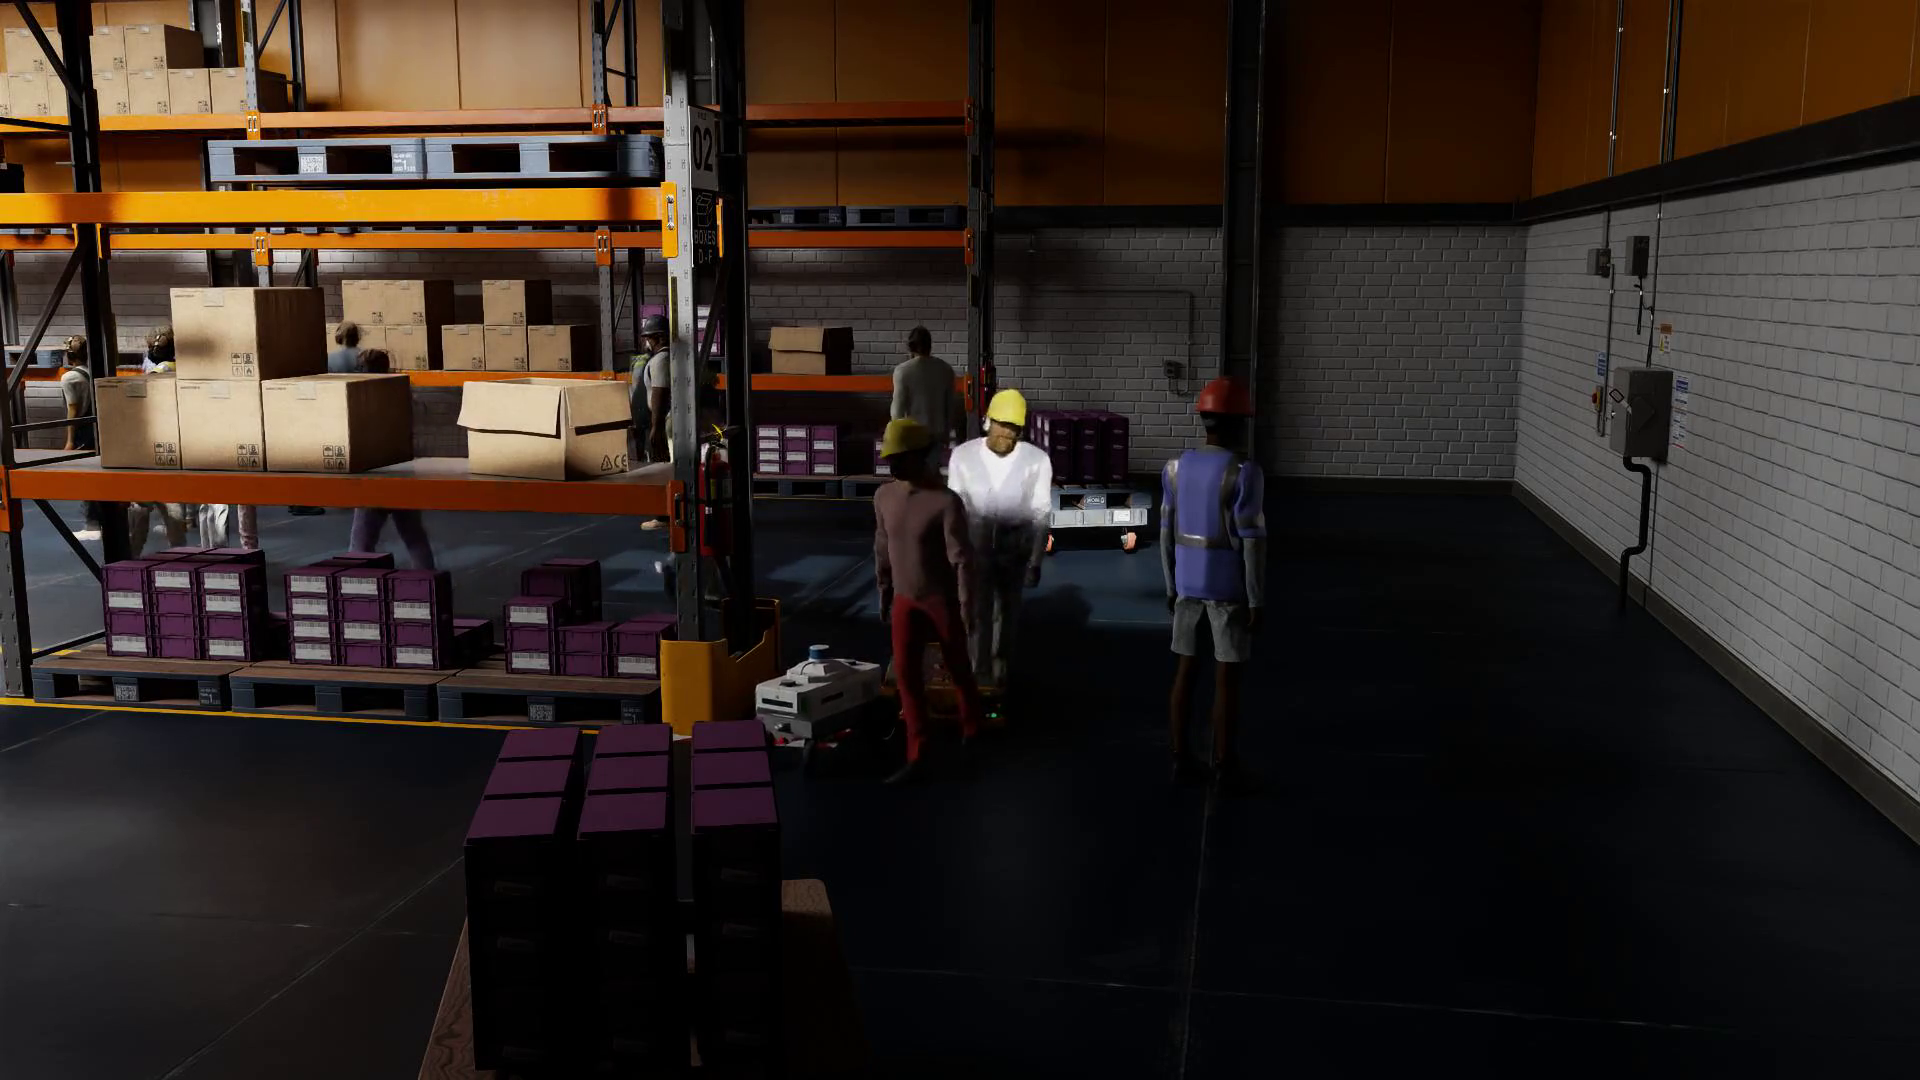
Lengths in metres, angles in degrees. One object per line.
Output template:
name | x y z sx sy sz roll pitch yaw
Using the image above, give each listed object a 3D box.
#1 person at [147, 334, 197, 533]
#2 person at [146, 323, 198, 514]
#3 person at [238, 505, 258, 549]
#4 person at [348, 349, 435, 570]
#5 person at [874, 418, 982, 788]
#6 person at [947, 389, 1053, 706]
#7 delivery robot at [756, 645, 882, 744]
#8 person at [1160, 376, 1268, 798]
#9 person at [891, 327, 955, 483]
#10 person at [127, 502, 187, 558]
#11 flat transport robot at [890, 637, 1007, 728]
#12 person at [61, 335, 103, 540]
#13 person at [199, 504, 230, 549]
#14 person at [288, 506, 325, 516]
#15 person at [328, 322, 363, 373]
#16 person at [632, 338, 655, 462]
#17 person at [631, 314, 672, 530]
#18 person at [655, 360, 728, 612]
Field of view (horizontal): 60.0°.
person | -7.334 -0.986 15.418 0.430 1.845 0.624 0 9 -2
person | -7.852 -1.167 16.322 0.571 1.917 0.646 -6 11 -31
person | -5.936 -0.756 13.515 0.623 1.992 0.397 -6 11 -35
person | -4.111 -0.389 11.614 0.963 1.862 0.668 1 9 5
person | -0.107 0.274 7.977 0.630 1.722 0.741 6 11 33
person | 0.195 0.054 9.154 0.610 1.777 0.877 0 9 2
delivery robot | -0.696 0.763 8.239 0.477 0.478 0.707 5 11 30
person | 1.192 0.213 7.691 0.551 1.933 0.376 9 13 44
person | -0.339 -0.926 14.800 0.646 1.930 0.385 -6 11 -33
person | -6.000 -0.378 12.336 0.702 1.611 0.520 5 10 26
flat transport robot | -0.068 0.780 9.317 0.652 0.197 1.431 0 9 2
person | -7.866 -0.917 14.979 0.349 1.846 0.506 2 9 10
person | -5.806 -0.615 12.991 0.355 1.883 0.575 -7 11 -36
person | -6.559 -1.209 16.507 0.359 1.938 0.547 -5 10 -28
person | -6.166 -1.253 16.885 0.646 1.913 0.772 -5 10 -28
person | -3.053 -1.203 16.844 0.465 1.822 0.623 1 9 9
person | -2.812 -1.121 15.640 0.535 2.000 0.690 1 9 5
person | -1.895 -0.396 11.854 0.703 1.811 0.599 4 10 24
